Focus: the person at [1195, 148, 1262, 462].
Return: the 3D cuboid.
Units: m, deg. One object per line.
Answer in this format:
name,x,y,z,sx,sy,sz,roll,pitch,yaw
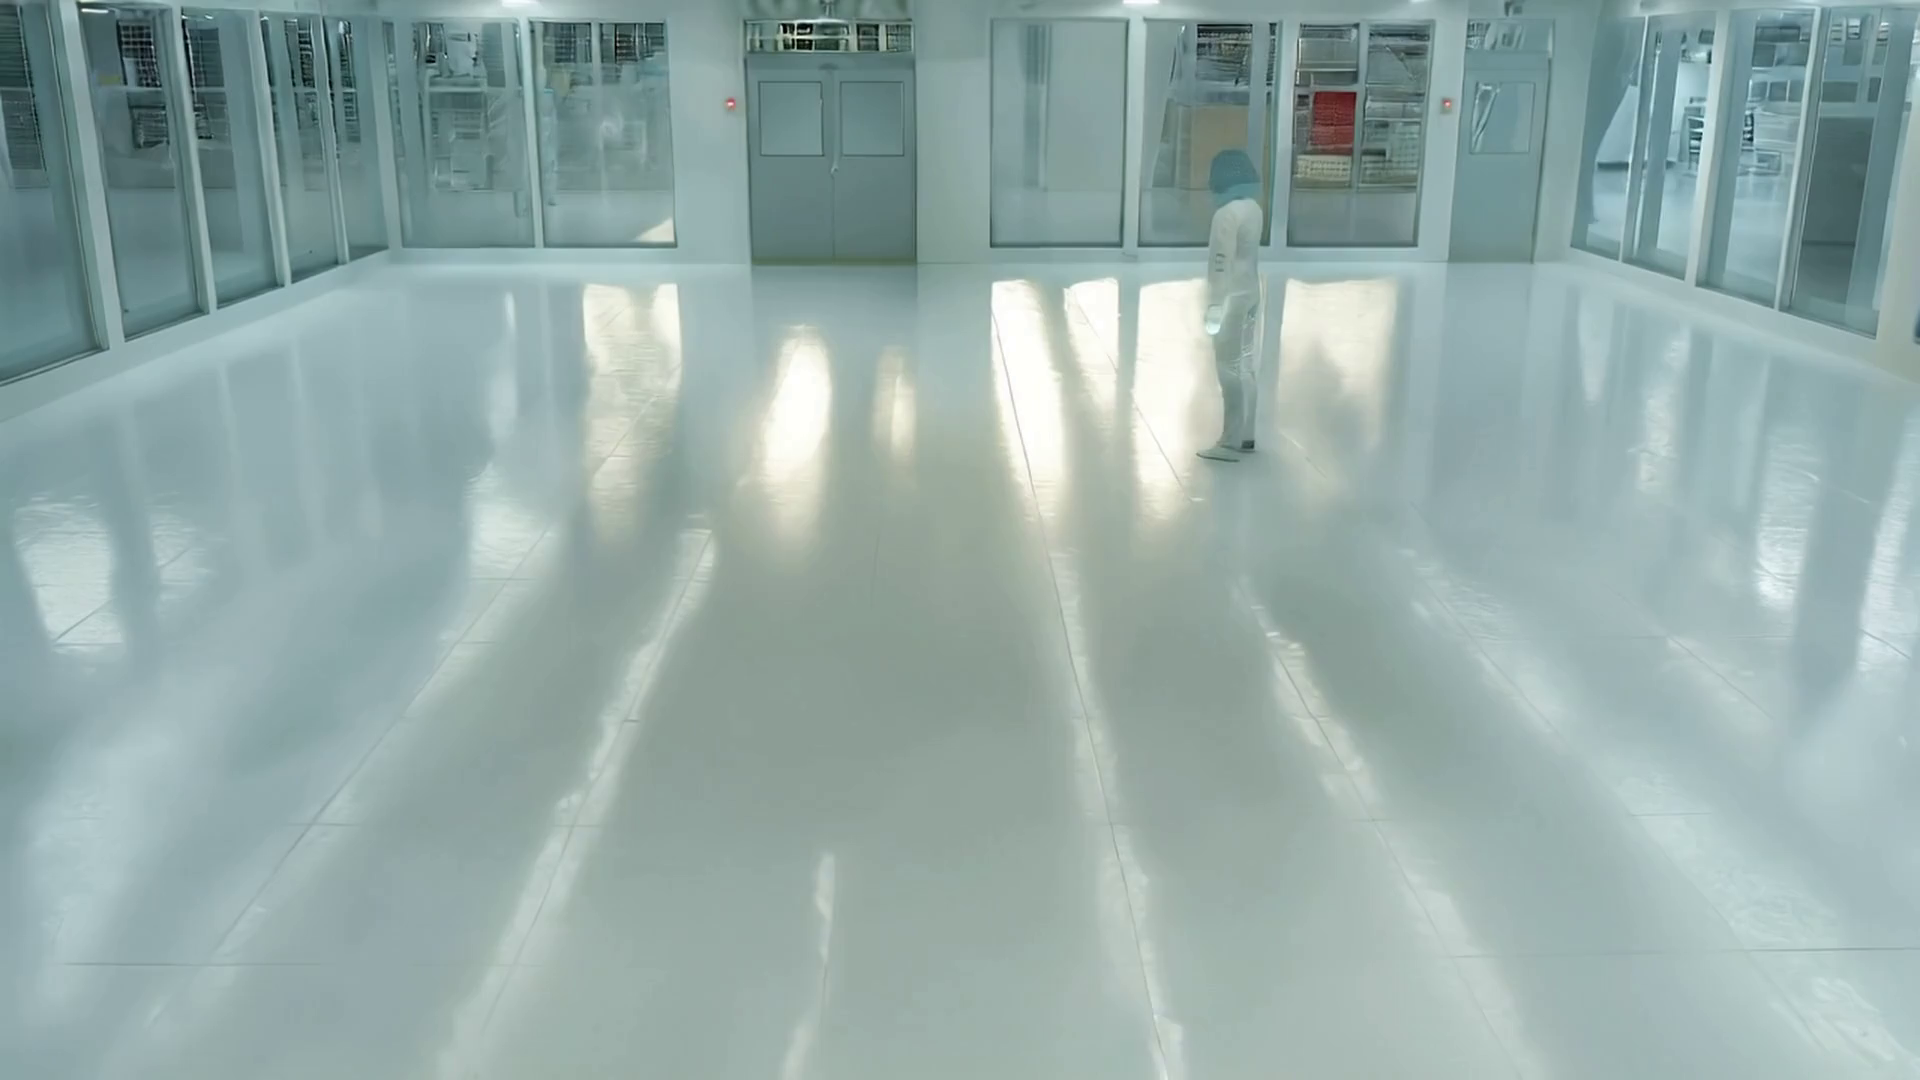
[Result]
person,1.423,-1.227,8.758,0.277,1.631,0.506,9,19,28
